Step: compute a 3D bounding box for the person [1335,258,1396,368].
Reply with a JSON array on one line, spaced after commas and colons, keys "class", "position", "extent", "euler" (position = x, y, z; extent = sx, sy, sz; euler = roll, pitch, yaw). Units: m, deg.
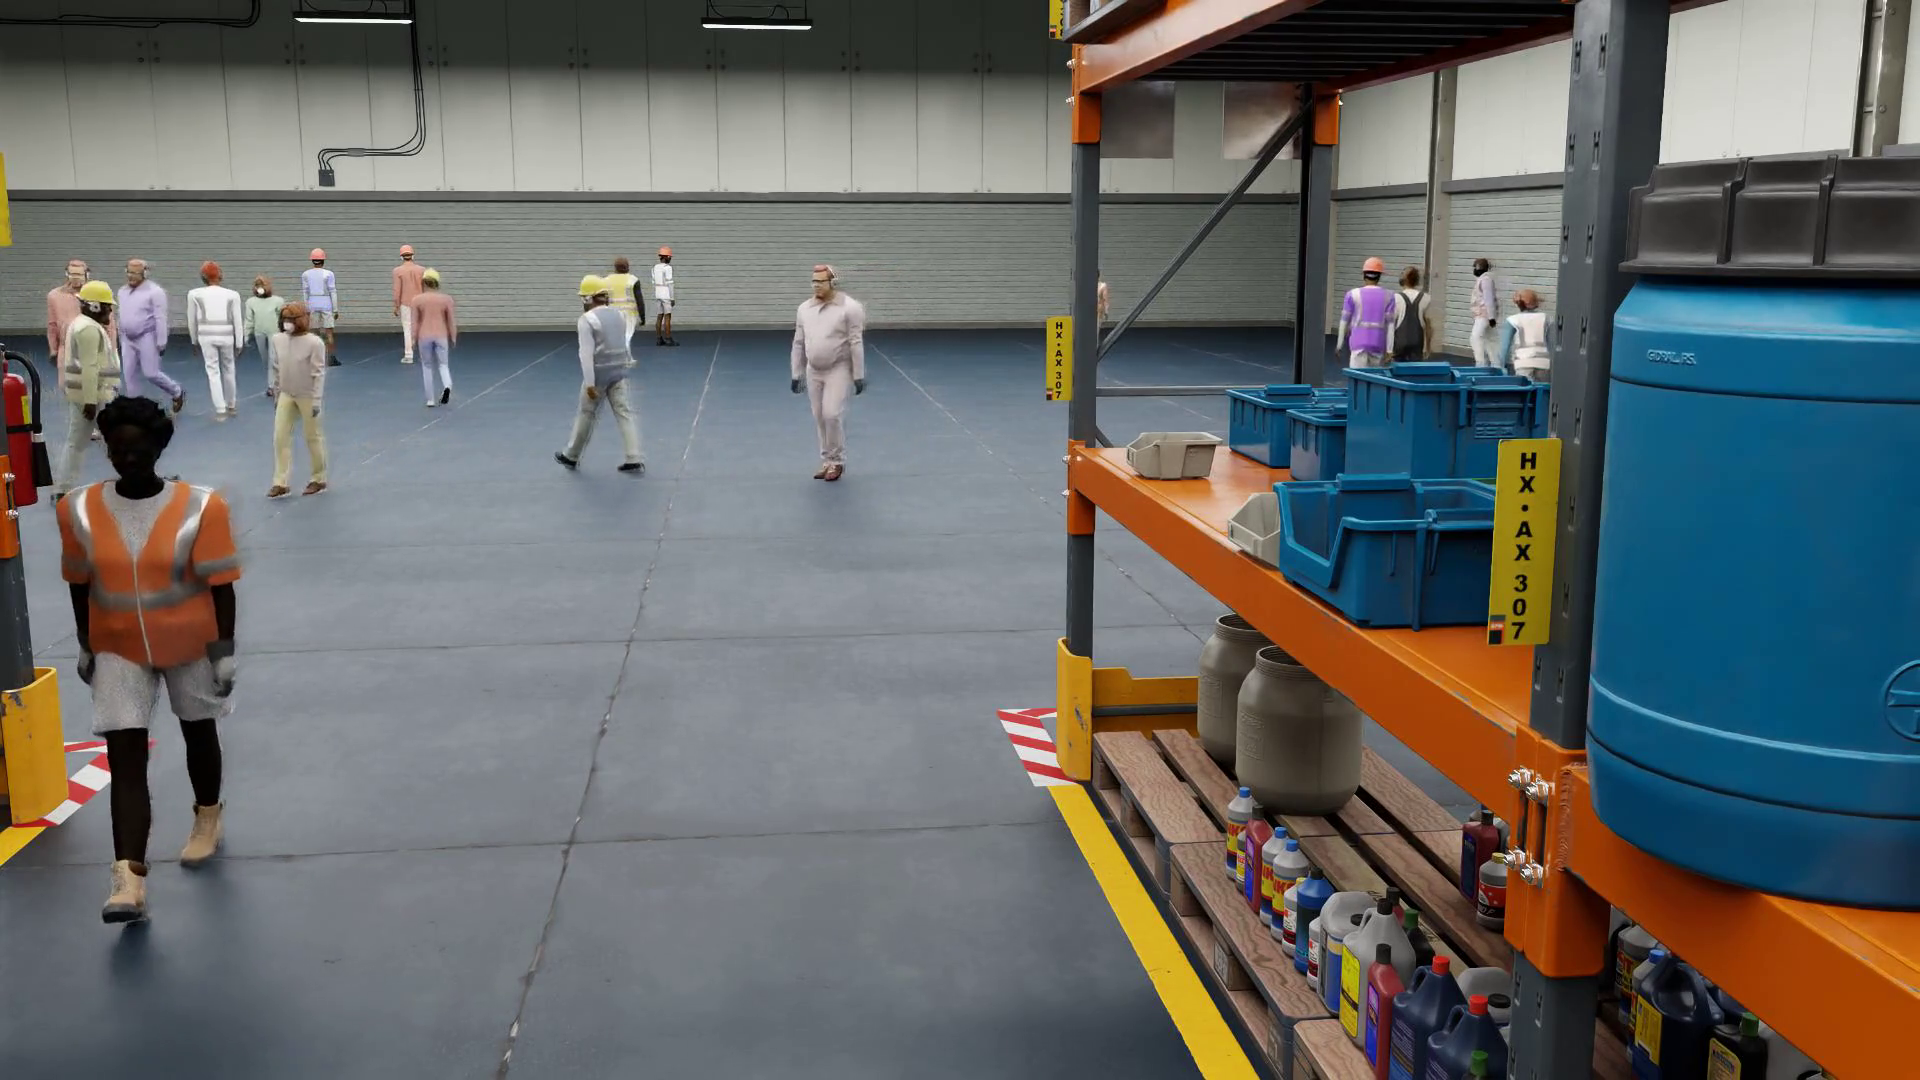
[{"class": "person", "position": [4.442, -2.135, 18.276], "extent": [0.567, 1.897, 0.855], "euler": [0, 10, -2]}]

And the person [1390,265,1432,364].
[{"class": "person", "position": [5.106, -2.201, 18.864], "extent": [0.522, 1.823, 0.861], "euler": [0, 10, 0]}]

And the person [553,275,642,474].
[{"class": "person", "position": [-3.279, -1.496, 15.083], "extent": [0.940, 1.778, 0.611], "euler": [7, 13, 34]}]

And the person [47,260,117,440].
[{"class": "person", "position": [-9.249, -2.002, 17.555], "extent": [0.669, 1.887, 0.489], "euler": [-2, 11, -12]}]

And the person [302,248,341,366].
[{"class": "person", "position": [-10.546, -3.838, 27.483], "extent": [0.551, 1.942, 0.344], "euler": [0, 10, 2]}]

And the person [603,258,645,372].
[{"class": "person", "position": [-5.325, -3.583, 26.499], "extent": [0.647, 1.790, 0.947], "euler": [2, 11, 12]}]

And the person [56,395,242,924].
[{"class": "person", "position": [-2.576, 0.348, 5.324], "extent": [0.546, 1.633, 0.914], "euler": [-2, 11, -13]}]

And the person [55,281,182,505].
[{"class": "person", "position": [-6.829, -1.169, 13.303], "extent": [0.948, 1.771, 0.603], "euler": [-8, 13, -36]}]

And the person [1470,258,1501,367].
[{"class": "person", "position": [8.105, -3.430, 25.633], "extent": [0.629, 1.802, 0.644], "euler": [4, 11, 23]}]

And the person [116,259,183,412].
[{"class": "person", "position": [-9.555, -2.351, 19.518], "extent": [0.669, 1.877, 0.682], "euler": [3, 11, 17]}]

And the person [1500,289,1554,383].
[{"class": "person", "position": [5.758, -1.732, 16.871], "extent": [0.538, 1.595, 0.844], "euler": [-1, 10, -7]}]

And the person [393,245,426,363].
[{"class": "person", "position": [-9.316, -3.996, 28.222], "extent": [0.608, 1.988, 0.392], "euler": [-9, 14, -40]}]

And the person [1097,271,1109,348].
[{"class": "person", "position": [2.343, -3.969, 29.154], "extent": [0.520, 1.597, 0.862], "euler": [1, 10, 5]}]

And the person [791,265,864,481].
[{"class": "person", "position": [-1.202, -1.452, 14.555], "extent": [0.672, 1.885, 0.608], "euler": [5, 12, 28]}]

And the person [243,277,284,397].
[{"class": "person", "position": [-9.247, -2.686, 22.105], "extent": [0.531, 1.588, 0.835], "euler": [-1, 10, -4]}]

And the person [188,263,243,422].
[{"class": "person", "position": [-8.733, -2.326, 19.529], "extent": [0.562, 1.825, 0.994], "euler": [-6, 12, -32]}]

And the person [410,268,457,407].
[{"class": "person", "position": [-6.581, -2.522, 20.799], "extent": [0.549, 1.746, 0.565], "euler": [-4, 11, -21]}]

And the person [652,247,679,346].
[{"class": "person", "position": [-5.770, -4.756, 32.547], "extent": [0.542, 1.931, 0.376], "euler": [9, 14, 40]}]

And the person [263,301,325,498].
[{"class": "person", "position": [-5.423, -1.129, 13.531], "extent": [0.516, 1.598, 0.736], "euler": [2, 11, 10]}]
